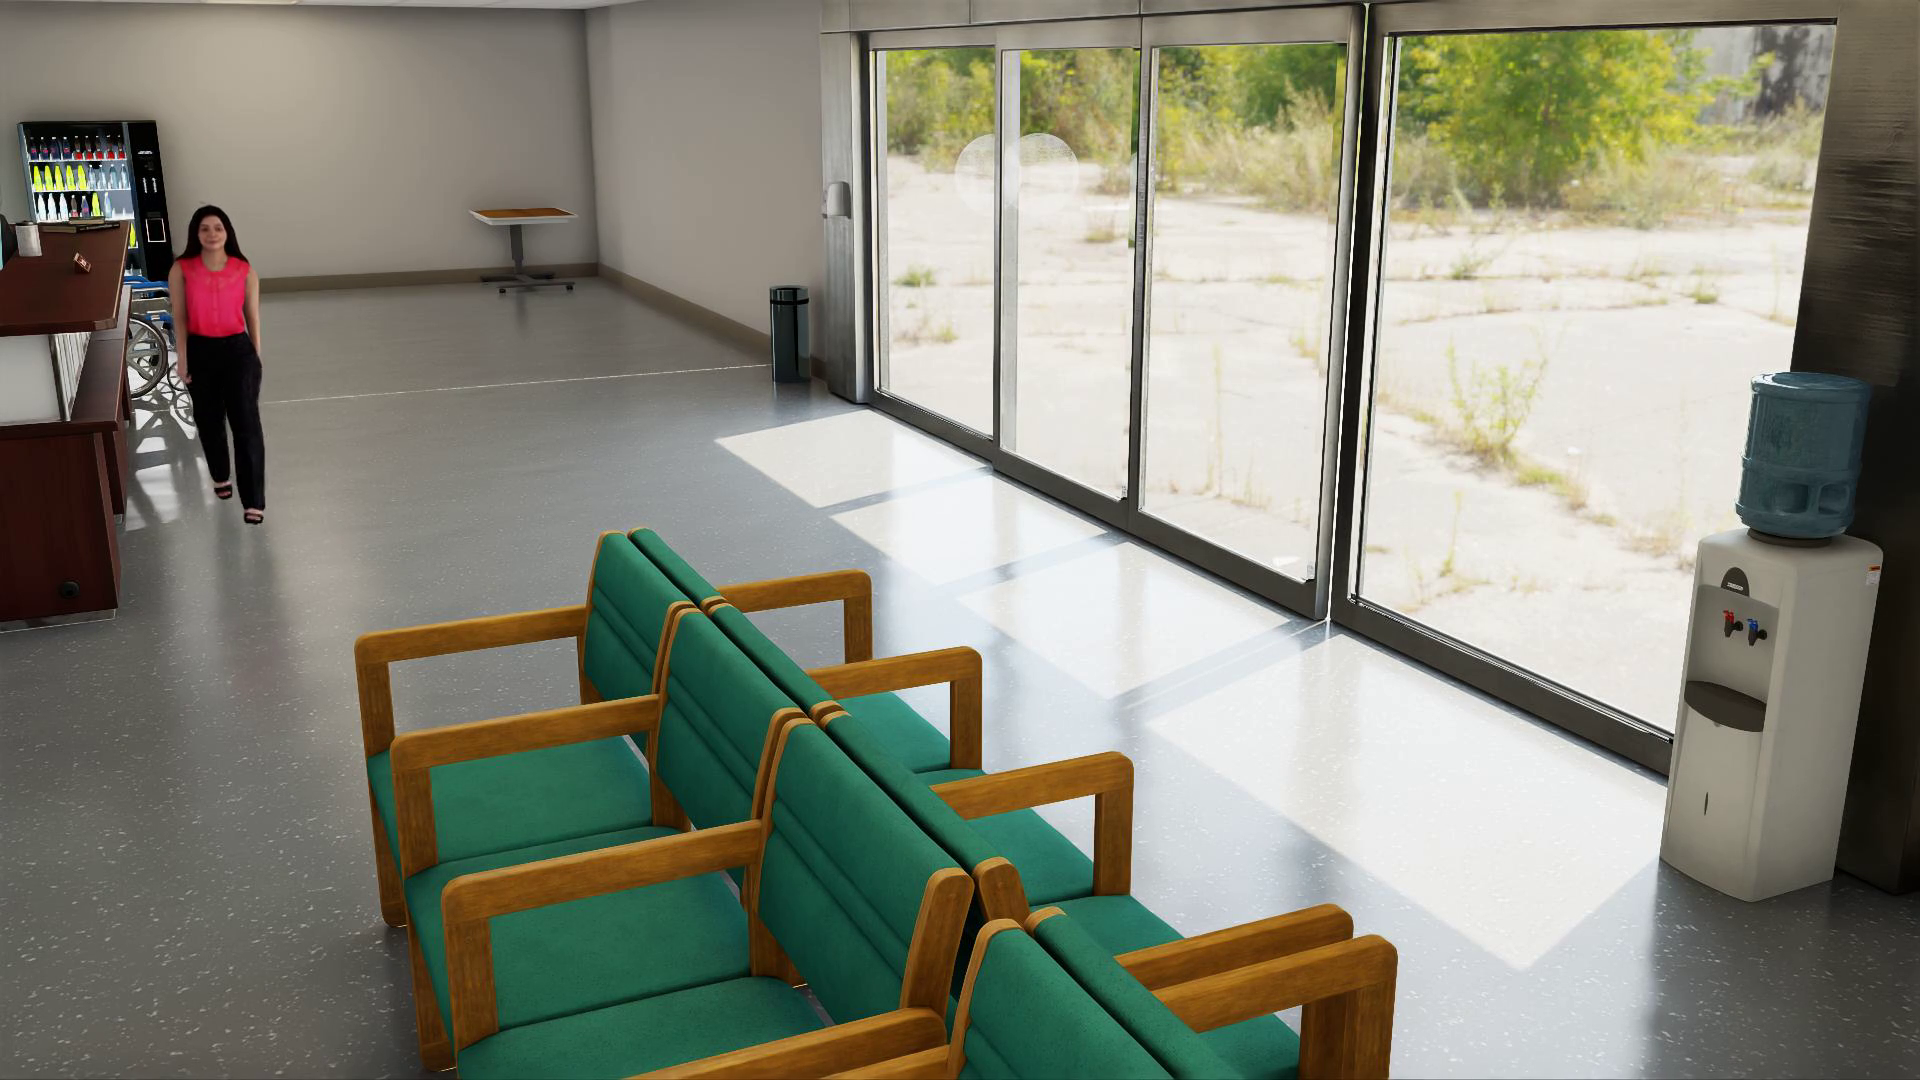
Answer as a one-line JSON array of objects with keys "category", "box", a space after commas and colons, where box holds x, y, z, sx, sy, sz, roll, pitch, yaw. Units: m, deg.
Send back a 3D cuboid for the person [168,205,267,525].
[{"category": "person", "box": [-3.913, -0.910, 8.776, 1.032, 1.617, 0.680, -6, 17, -21]}]
